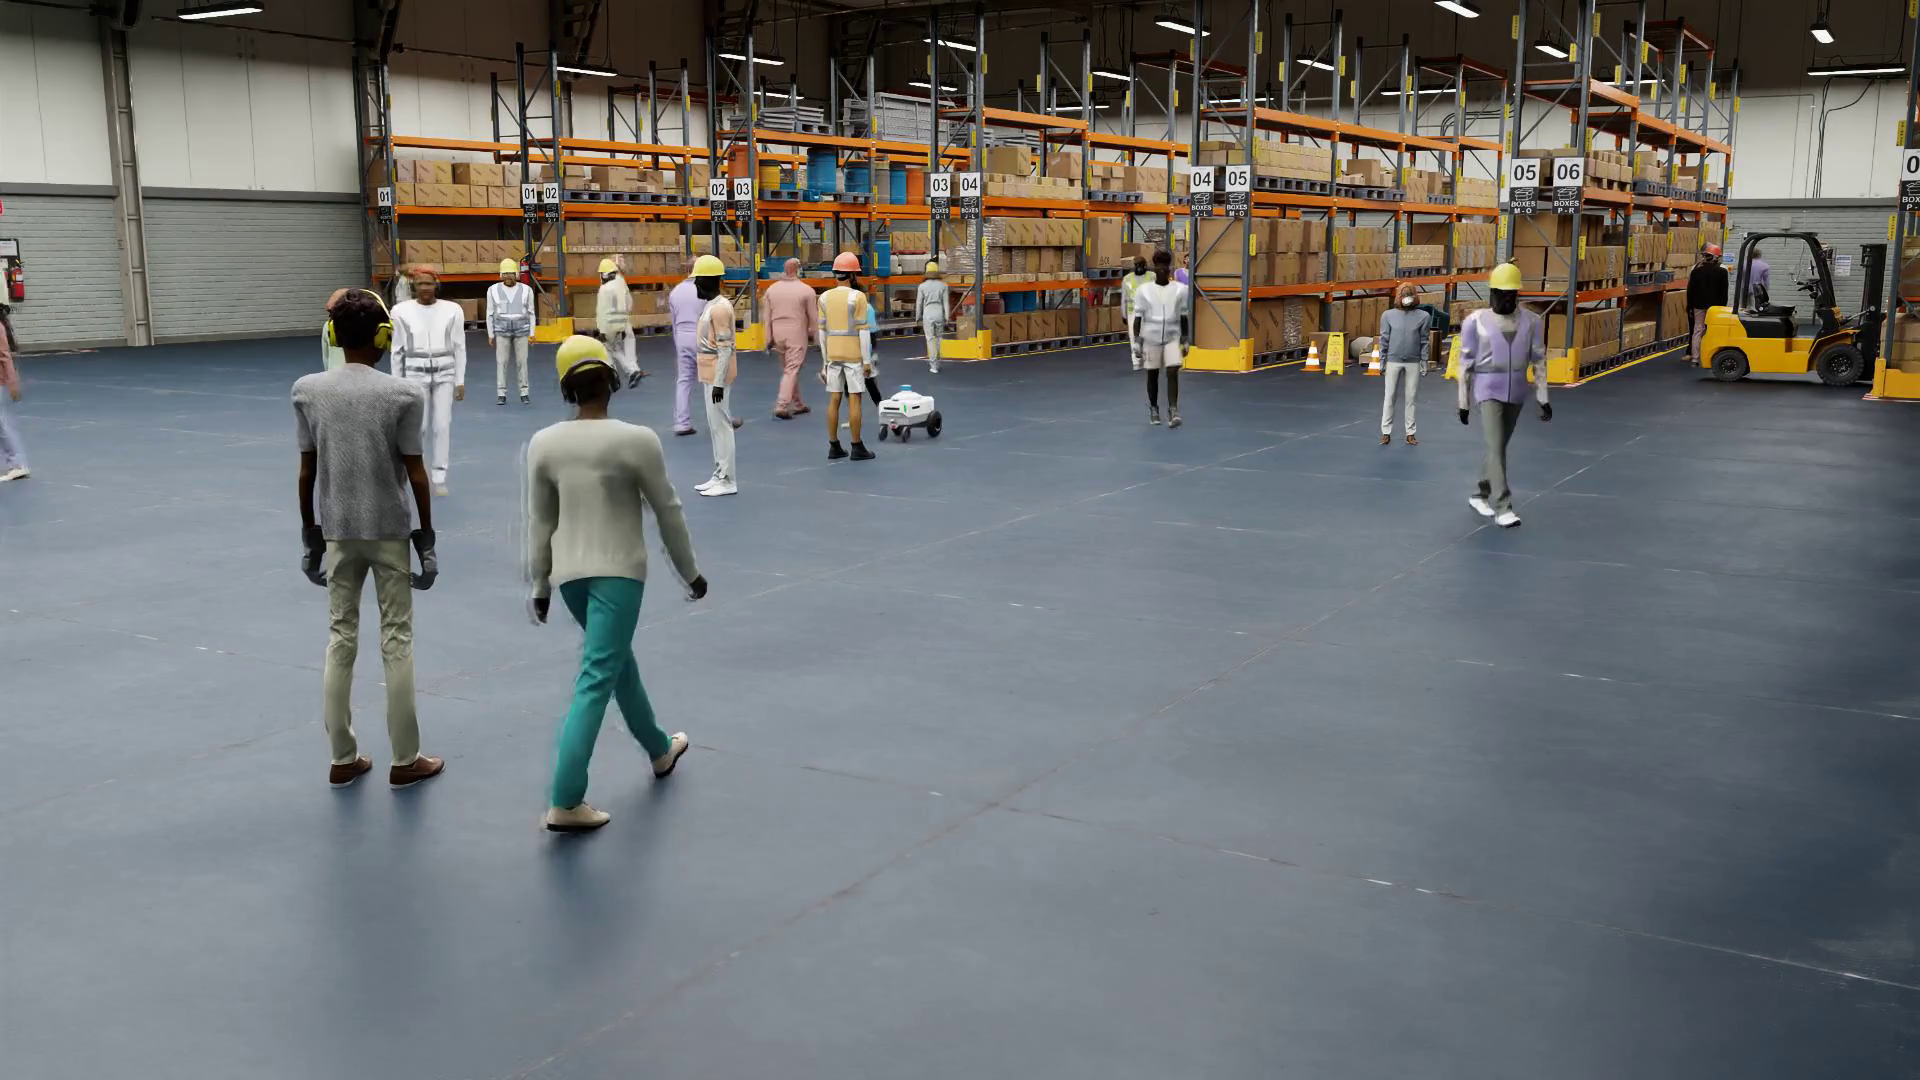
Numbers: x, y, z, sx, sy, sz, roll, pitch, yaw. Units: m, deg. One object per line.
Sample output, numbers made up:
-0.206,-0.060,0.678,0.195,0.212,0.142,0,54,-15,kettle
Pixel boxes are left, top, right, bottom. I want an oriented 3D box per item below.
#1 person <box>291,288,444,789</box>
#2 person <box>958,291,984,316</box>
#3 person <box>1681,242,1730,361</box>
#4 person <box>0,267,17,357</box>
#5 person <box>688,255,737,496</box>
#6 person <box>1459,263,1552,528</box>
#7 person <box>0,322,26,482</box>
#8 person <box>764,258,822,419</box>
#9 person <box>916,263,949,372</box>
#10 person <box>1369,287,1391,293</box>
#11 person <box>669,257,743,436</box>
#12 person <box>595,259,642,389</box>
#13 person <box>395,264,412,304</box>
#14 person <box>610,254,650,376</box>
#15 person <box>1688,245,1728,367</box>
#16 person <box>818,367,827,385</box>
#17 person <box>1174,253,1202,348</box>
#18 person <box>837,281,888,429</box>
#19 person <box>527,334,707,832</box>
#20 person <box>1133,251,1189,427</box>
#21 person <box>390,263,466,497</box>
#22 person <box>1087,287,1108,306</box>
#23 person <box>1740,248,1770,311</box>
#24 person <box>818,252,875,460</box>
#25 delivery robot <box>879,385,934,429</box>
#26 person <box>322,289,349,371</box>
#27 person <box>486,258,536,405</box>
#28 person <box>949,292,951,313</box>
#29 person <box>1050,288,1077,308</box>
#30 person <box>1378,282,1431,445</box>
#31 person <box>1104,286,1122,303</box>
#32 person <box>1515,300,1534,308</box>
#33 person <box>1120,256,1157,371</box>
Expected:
-2.201,0.004,6.182,0.519,1.861,0.317,0,10,1,person
0.198,-4.672,32.846,0.542,1.682,0.628,5,11,25,person
12.692,-4.053,28.391,0.538,2.000,0.688,-9,13,-40,person
-17.135,-4.175,29.318,0.642,1.957,0.916,8,13,39,person
-1.982,-1.316,13.374,0.370,1.926,0.594,-3,10,-15,person
3.926,-1.053,12.053,0.604,1.878,0.982,-1,10,-8,person
-8.191,-1.295,13.861,0.545,1.716,0.921,3,11,17,person
-1.947,-2.339,19.338,0.663,1.856,1.005,5,11,24,person
-0.459,-3.527,26.351,0.512,1.701,0.849,-3,10,-15,person
9.936,-5.879,39.103,0.647,1.875,0.901,8,13,39,person
-2.707,-2.058,17.683,0.677,1.873,0.848,6,12,29,person
-4.665,-2.877,22.446,0.548,1.815,0.595,3,11,17,person
-10.611,-4.464,31.868,0.491,1.623,0.518,-4,11,-22,person
-5.254,-3.404,25.238,0.927,1.875,0.652,-4,11,-20,person
12.189,-3.794,27.090,0.609,1.988,0.392,10,14,43,person
-1.630,-2.958,23.481,0.775,1.604,0.509,-3,10,-15,person
4.320,-4.509,31.488,0.565,1.846,0.390,1,10,4,person
-1.096,-2.053,18.238,0.552,1.668,0.544,6,12,29,person
-1.254,0.128,5.922,0.544,1.697,0.948,5,11,25,person
2.227,-2.200,18.312,0.642,1.922,0.937,0,10,0,person
-4.247,-1.276,13.334,0.572,1.870,0.444,-4,11,-21,person
3.172,-5.757,38.720,0.527,1.767,0.324,-1,10,-3,person
17.679,-5.536,37.101,0.662,1.894,0.947,6,12,29,person
-1.057,-1.712,15.566,0.542,1.939,0.364,6,12,30,person
-0.553,-1.362,17.217,0.477,0.478,0.707,5,11,24,delivery robot
-5.314,-1.355,14.420,0.501,1.631,0.287,7,12,35,person
-5.637,-2.613,20.910,0.600,1.829,0.404,-3,11,-17,person
-0.178,-7.153,45.772,0.624,2.033,0.551,6,12,32,person
2.331,-5.666,37.781,0.648,1.909,0.653,1,10,5,person
4.470,-1.775,16.764,0.503,1.636,0.280,2,10,9,person
3.679,-5.734,38.147,0.643,1.923,0.772,7,12,34,person
10.576,-4.608,31.494,0.614,2.040,0.390,8,13,38,person
2.884,-3.623,26.580,0.650,1.829,0.517,2,10,9,person
